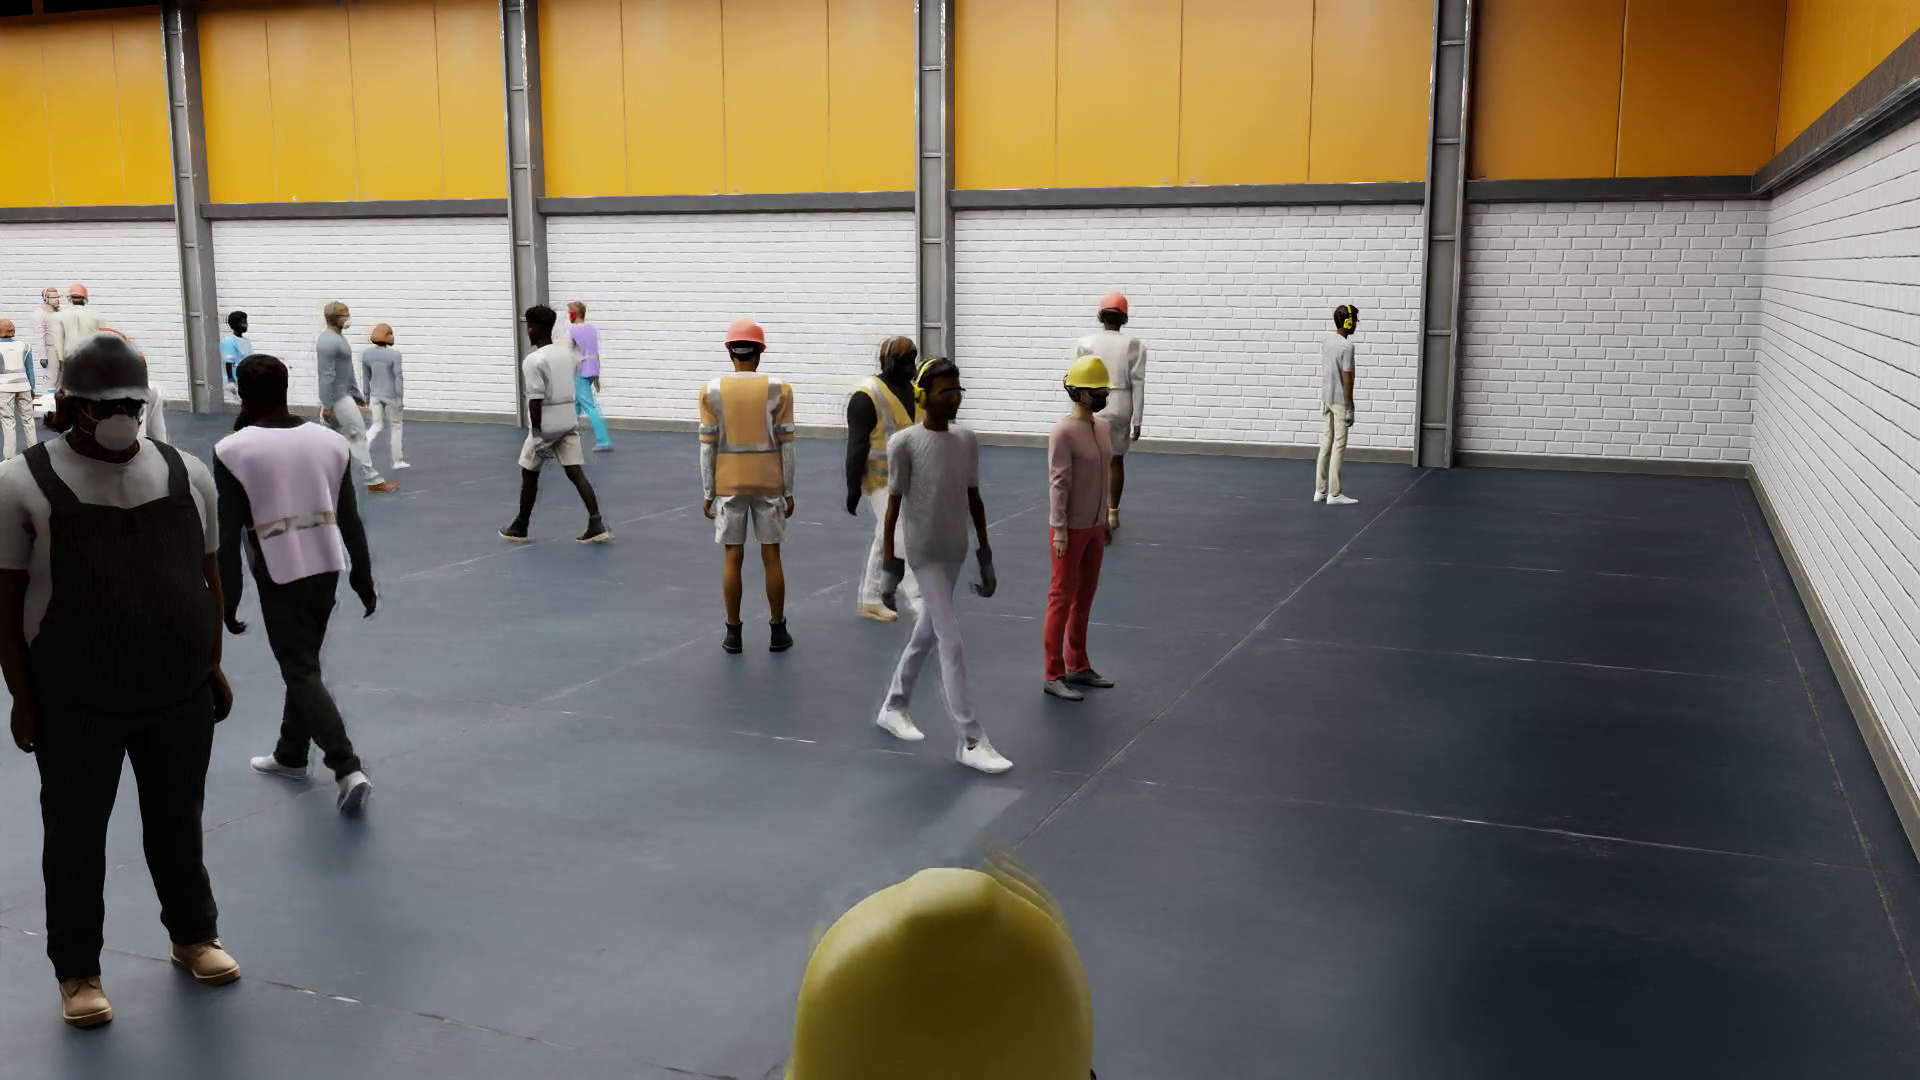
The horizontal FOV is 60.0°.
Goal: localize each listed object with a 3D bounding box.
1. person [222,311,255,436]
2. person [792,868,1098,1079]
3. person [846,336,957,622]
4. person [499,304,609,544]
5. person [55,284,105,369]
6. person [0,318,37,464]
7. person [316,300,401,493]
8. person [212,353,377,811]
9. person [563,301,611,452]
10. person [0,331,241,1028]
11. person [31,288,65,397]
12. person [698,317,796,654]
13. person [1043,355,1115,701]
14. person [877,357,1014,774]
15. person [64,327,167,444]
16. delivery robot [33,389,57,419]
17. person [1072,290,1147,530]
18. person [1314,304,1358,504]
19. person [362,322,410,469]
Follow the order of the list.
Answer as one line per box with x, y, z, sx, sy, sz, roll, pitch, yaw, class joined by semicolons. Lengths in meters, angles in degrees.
-8.555;-1.893;19.854;0.361;1.682;0.559;0;9;2;person
-0.031;1.105;1.314;0.611;1.820;0.515;0;9;2;person
-0.324;-0.334;10.112;0.972;1.788;0.653;8;12;40;person
-3.251;-0.915;13.270;1.003;1.920;0.609;5;11;29;person
-11.947;-2.498;22.718;0.611;1.951;0.939;-2;10;-14;person
-10.535;-1.638;18.487;0.311;1.639;0.512;7;12;36;person
-6.048;-1.375;16.133;1.014;1.897;0.630;-3;10;-16;person
-2.717;0.164;6.907;0.975;1.869;0.645;7;11;35;person
-4.564;-1.940;19.854;0.974;1.791;0.569;3;10;17;person
-2.479;0.393;4.963;0.538;2.000;0.683;8;12;41;person
-12.925;-2.645;23.776;0.405;1.906;0.653;0;9;3;person
-1.212;-0.307;9.551;0.546;1.926;0.388;-1;9;-3;person
0.643;-0.068;8.583;0.328;1.767;0.531;6;11;34;person
-0.092;0.083;7.523;0.540;1.826;0.962;-9;13;-42;person
-4.893;-0.302;9.705;0.461;1.871;0.577;6;11;33;person
-12.248;-1.805;22.487;0.707;0.478;0.477;3;10;18;delivery robot
1.227;-1.045;13.732;0.612;2.025;0.819;1;9;4;person
3.532;-1.255;15.512;0.311;1.860;0.514;-3;10;-19;person
-6.260;-1.541;17.986;0.503;1.614;0.673;3;10;15;person
